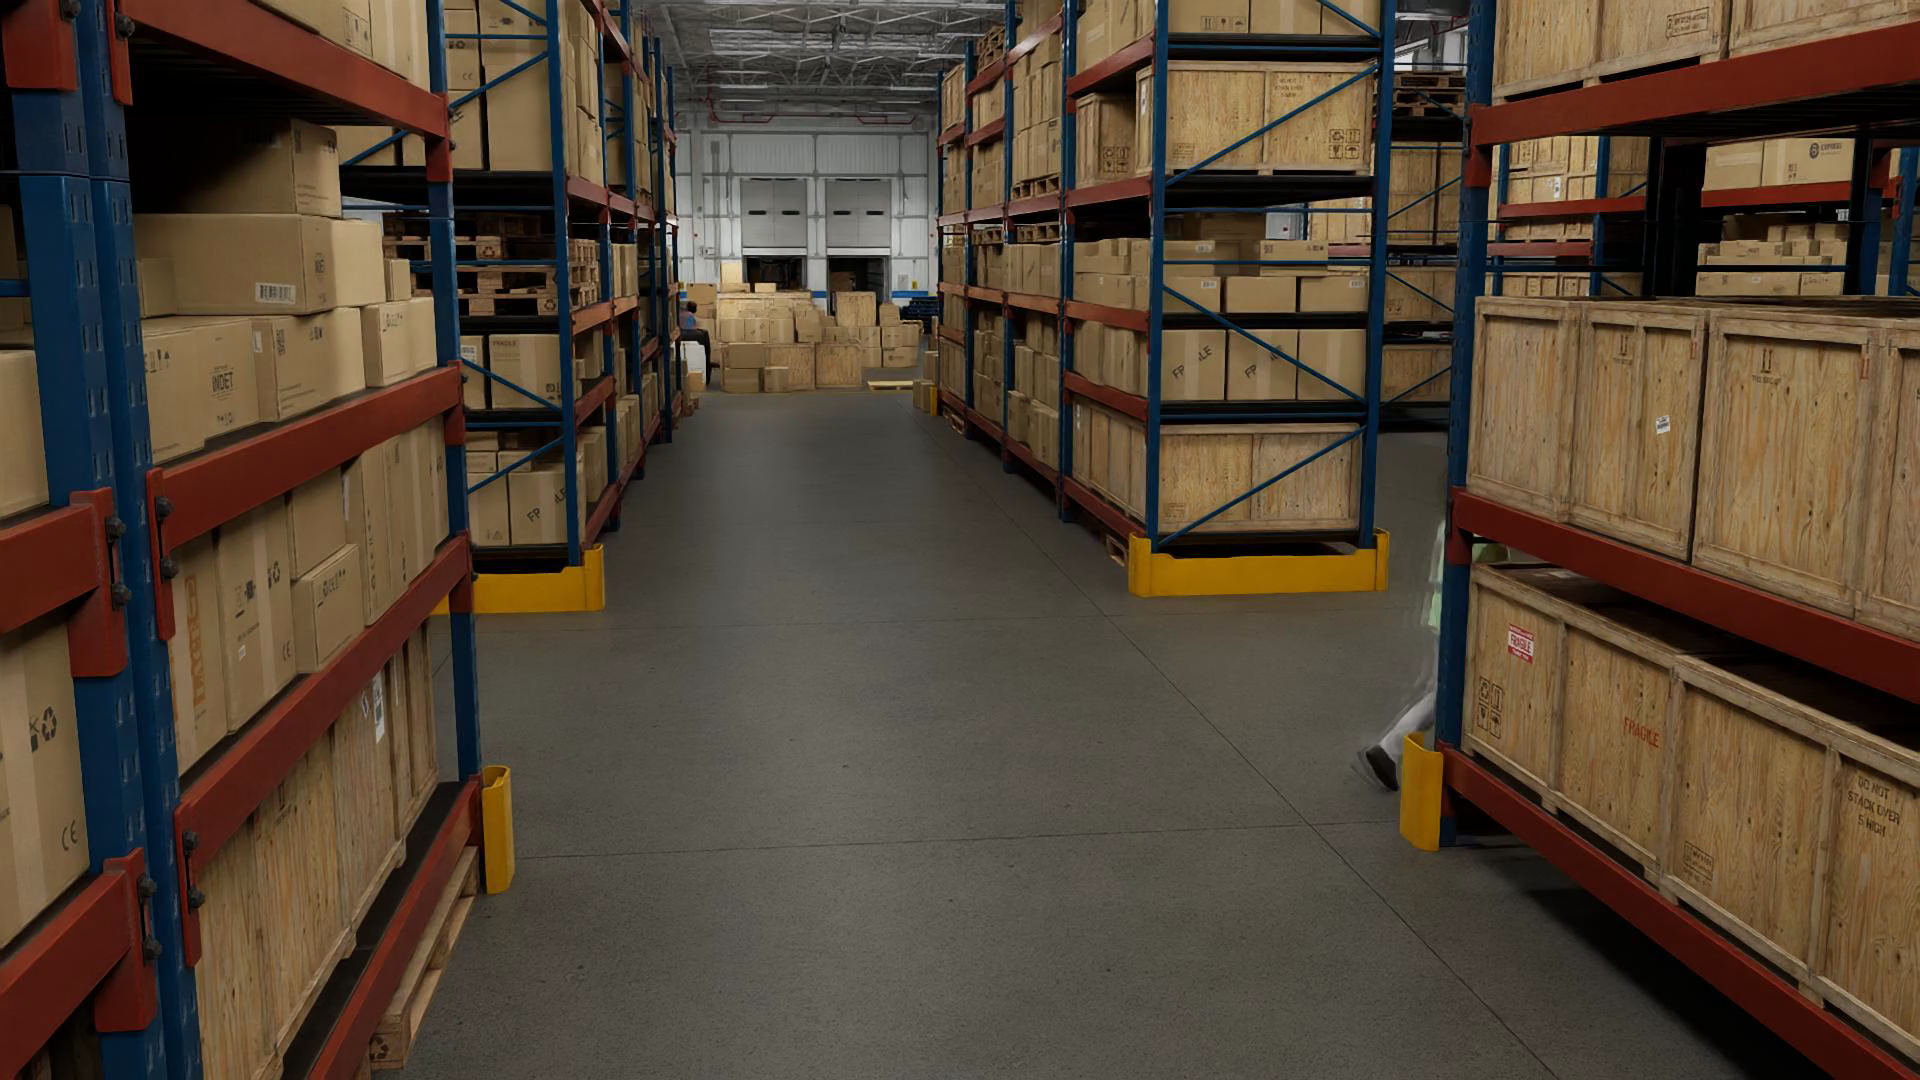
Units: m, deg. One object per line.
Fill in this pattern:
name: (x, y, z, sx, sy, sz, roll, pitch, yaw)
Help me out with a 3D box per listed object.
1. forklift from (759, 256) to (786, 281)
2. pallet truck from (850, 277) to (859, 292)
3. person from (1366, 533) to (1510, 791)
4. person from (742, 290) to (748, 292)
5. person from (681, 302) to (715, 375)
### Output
forklift: (-6.855, -9.006, 60.996, 1.129, 2.768, 1.873, -5, 11, -26)
pallet truck: (-3.782, -9.391, 65.808, 1.885, 1.965, 0.823, 2, 10, 10)
person: (2.640, 0.494, 8.808, 0.864, 1.817, 0.579, -1, 10, -7)
person: (-6.065, -6.169, 47.363, 1.004, 1.883, 0.655, 1, 10, 5)
person: (-6.313, -4.714, 39.208, 0.970, 1.781, 0.630, -5, 11, -27)
